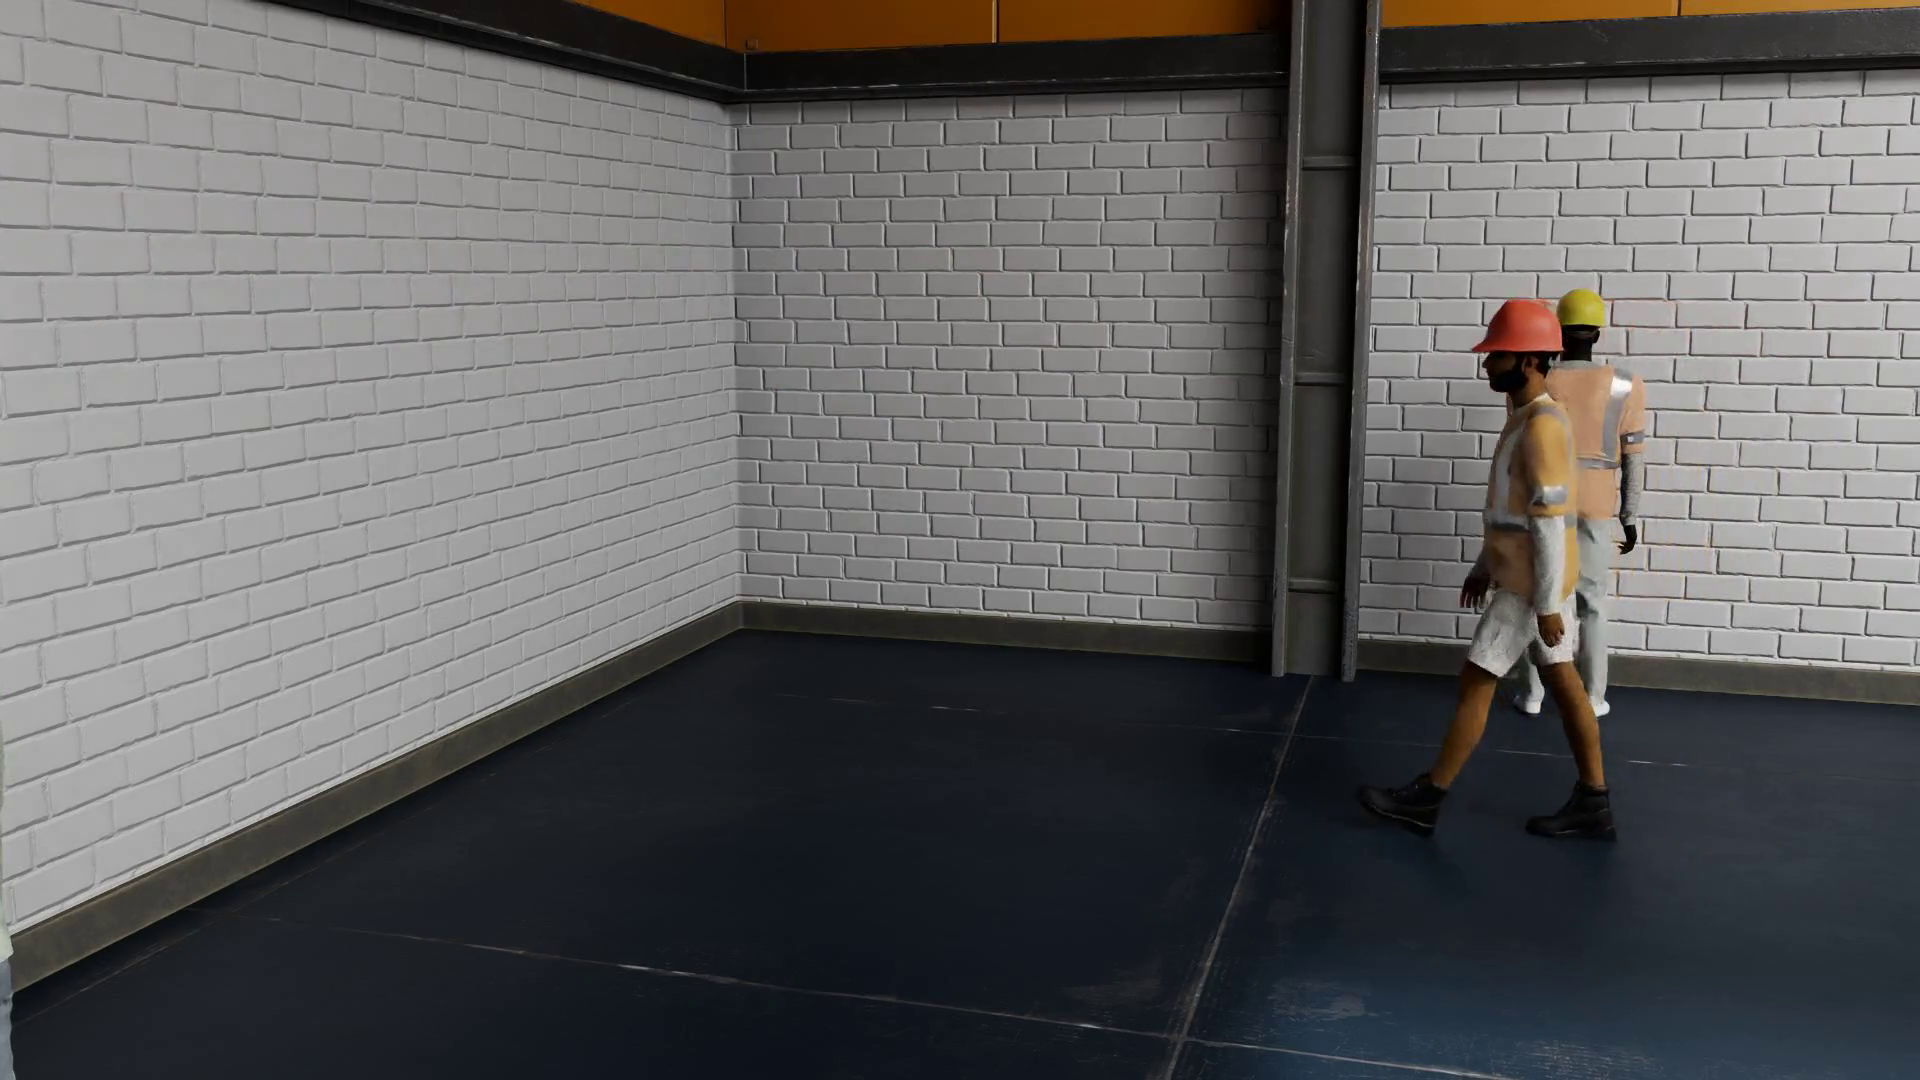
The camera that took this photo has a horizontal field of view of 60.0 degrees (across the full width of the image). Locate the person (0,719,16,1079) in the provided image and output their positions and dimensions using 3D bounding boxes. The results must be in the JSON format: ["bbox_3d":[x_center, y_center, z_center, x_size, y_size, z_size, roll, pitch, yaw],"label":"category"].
[{"bbox_3d":[-1.751,0.761,2.775,0.278,1.634,0.498,0,9,-3],"label":"person"}]

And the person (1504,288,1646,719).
[{"bbox_3d":[2.726,-0.151,7.441,0.595,1.925,0.373,3,10,19],"label":"person"}]

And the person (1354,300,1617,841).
[{"bbox_3d":[1.897,0.121,5.845,0.962,1.896,0.546,3,10,20],"label":"person"}]
